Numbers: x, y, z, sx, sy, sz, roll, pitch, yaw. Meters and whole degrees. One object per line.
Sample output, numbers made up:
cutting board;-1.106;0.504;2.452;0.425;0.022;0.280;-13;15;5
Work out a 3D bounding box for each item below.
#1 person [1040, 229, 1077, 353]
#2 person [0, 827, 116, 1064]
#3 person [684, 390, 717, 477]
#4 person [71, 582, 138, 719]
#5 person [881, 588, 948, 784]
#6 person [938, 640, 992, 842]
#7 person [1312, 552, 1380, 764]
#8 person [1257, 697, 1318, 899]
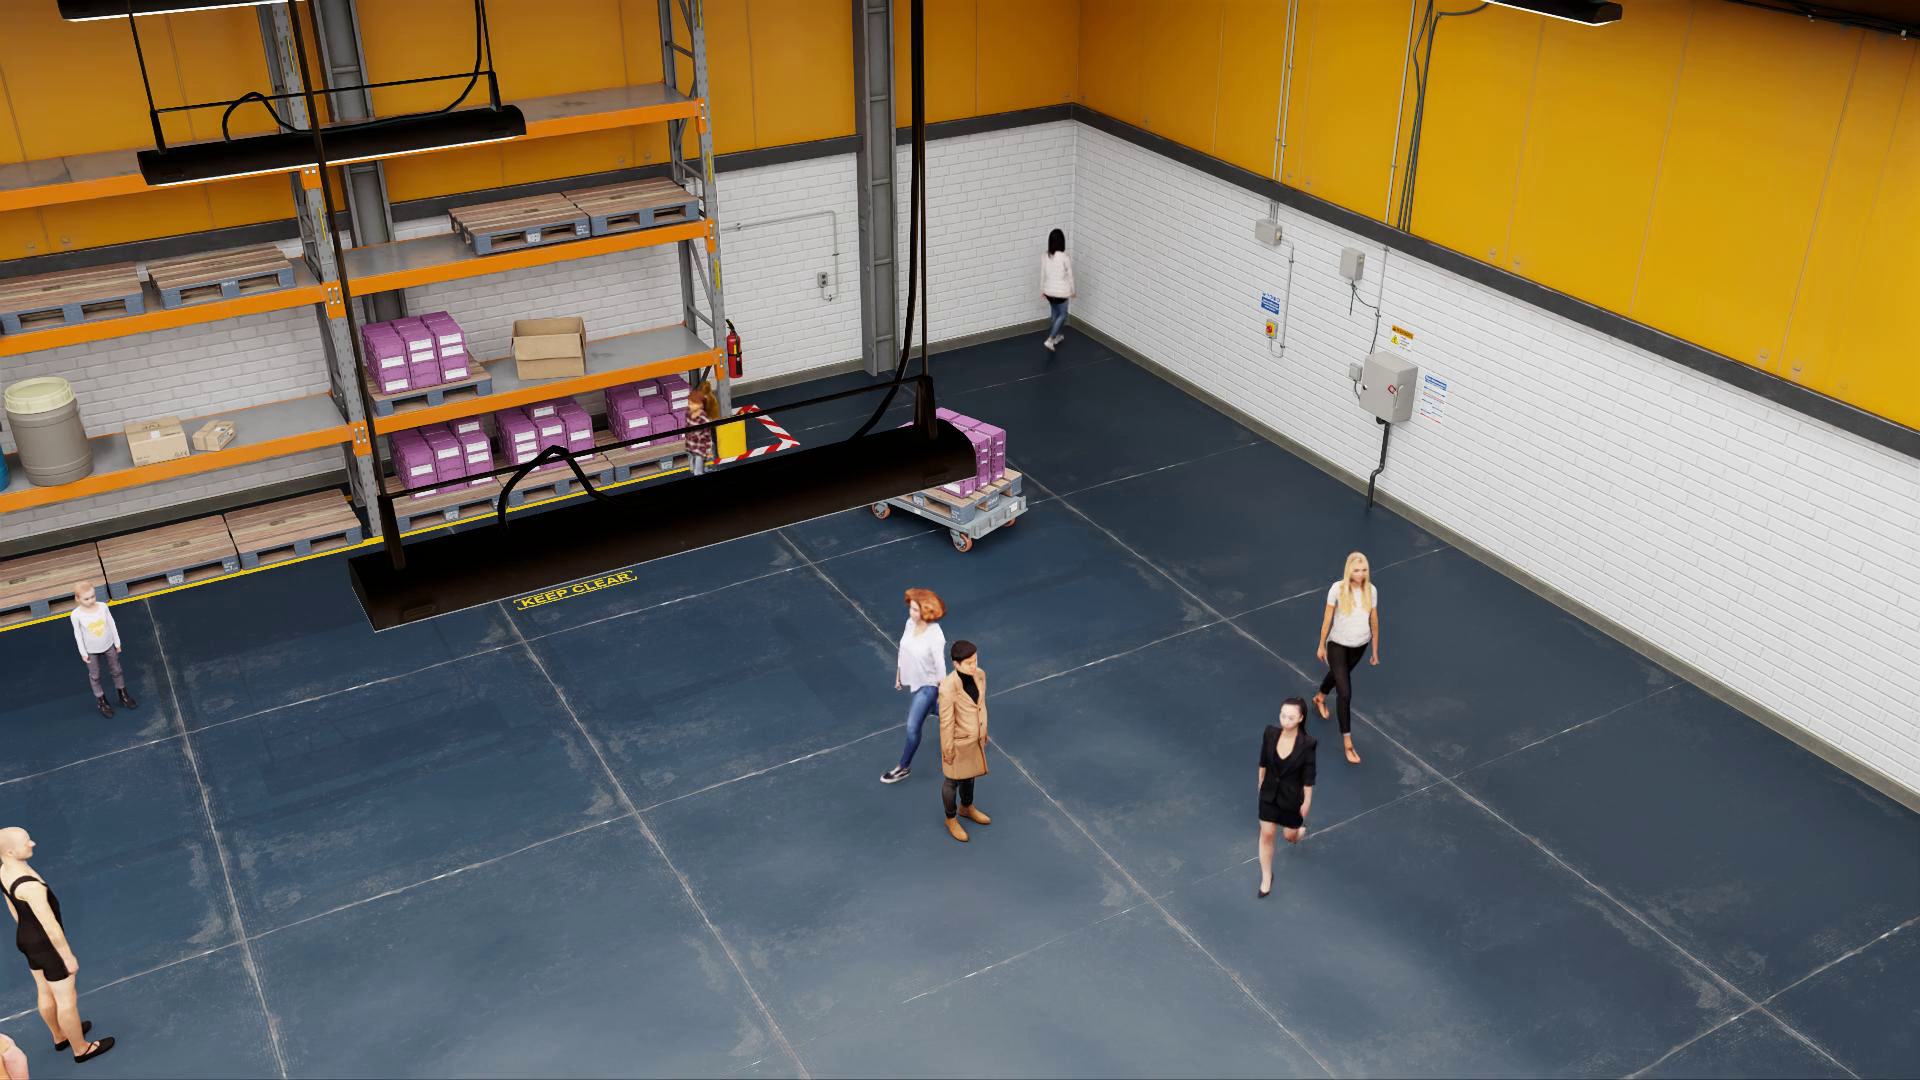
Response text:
person;1.262;-3.242;21.743;0.856;1.621;1.023;17;33;29
person;-5.958;2.623;10.789;0.711;1.815;0.664;20;34;32
person;-2.797;-1.028;18.023;0.667;1.296;0.849;23;36;36
person;-7.496;0.922;14.467;0.597;1.278;0.500;26;38;38
person;-0.212;1.138;13.661;1.136;1.672;0.678;-17;33;-28
person;0.023;1.512;12.918;0.789;1.727;0.673;22;35;34
person;3.216;0.876;14.027;1.173;1.779;0.898;-7;29;-12
person;2.425;1.866;12.317;0.846;1.680;1.001;17;33;28
